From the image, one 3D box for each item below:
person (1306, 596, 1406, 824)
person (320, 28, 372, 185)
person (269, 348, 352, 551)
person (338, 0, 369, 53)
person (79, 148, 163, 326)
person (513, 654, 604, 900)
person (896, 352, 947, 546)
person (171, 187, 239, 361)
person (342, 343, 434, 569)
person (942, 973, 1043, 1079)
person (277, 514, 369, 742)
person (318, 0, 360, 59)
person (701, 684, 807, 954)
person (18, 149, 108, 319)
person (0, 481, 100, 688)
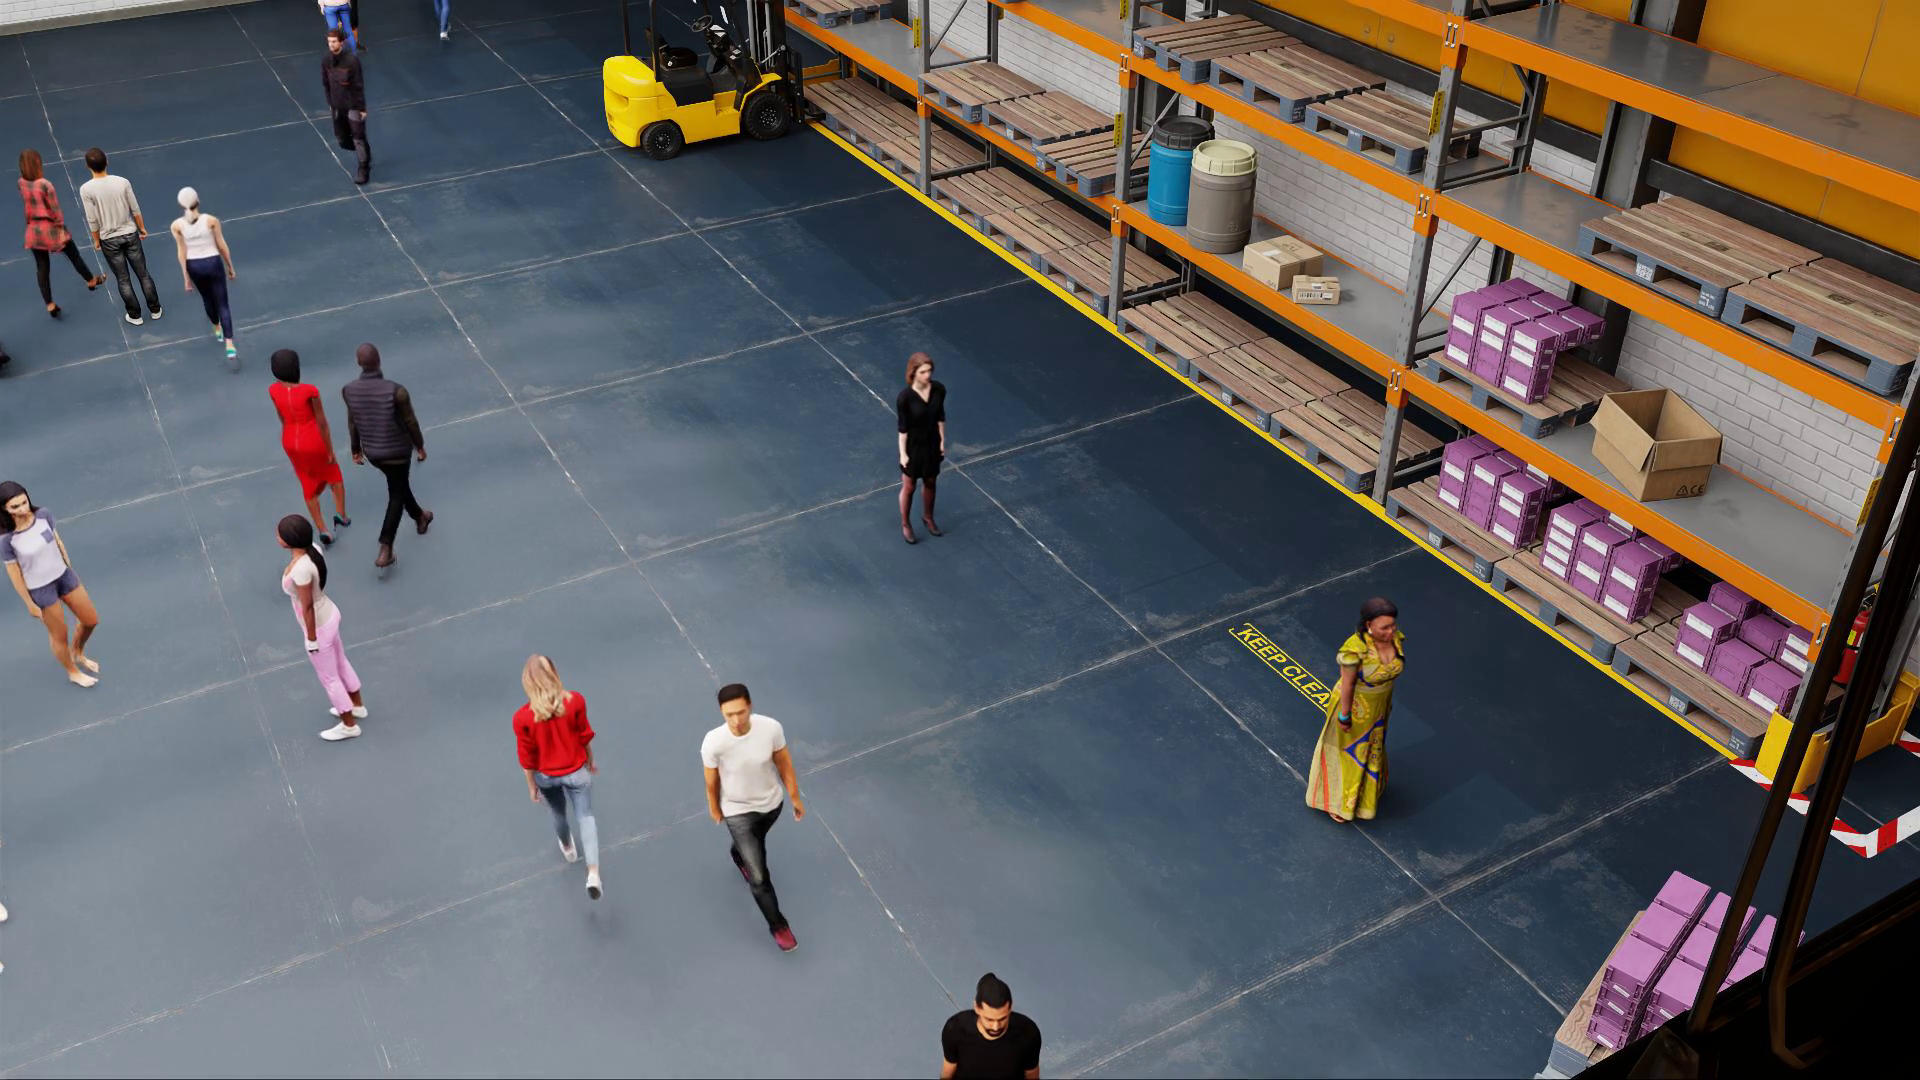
[{"bbox_3d":[2.568,1.049,10.608,0.892,1.661,0.820,-24,40,-31],"label":"person"},{"bbox_3d":[-7.251,-5.192,19.849,0.971,1.825,1.035,7,34,10],"label":"person"},{"bbox_3d":[-5.187,-0.679,13.144,0.732,1.731,0.805,0,34,0],"label":"person"},{"bbox_3d":[-8.972,-7.917,24.104,0.889,1.653,0.805,15,37,21],"label":"person"},{"bbox_3d":[-8.398,-3.033,16.614,0.692,1.811,0.584,-24,41,-32],"label":"person"},{"bbox_3d":[-2.370,1.443,9.993,0.720,1.685,1.055,-13,36,-19],"label":"person"},{"bbox_3d":[-0.316,-0.735,13.255,0.576,1.702,0.486,-18,38,-25],"label":"person"},{"bbox_3d":[-7.204,-2.508,15.960,0.755,1.661,1.226,-12,35,-17],"label":"person"},{"bbox_3d":[-4.498,-0.619,12.999,1.175,1.792,1.273,6,34,9],"label":"person"},{"bbox_3d":[0.140,2.721,8.007,0.700,1.756,0.713,2,34,3],"label":"person"},{"bbox_3d":[-4.310,0.578,11.246,0.704,1.739,0.571,-5,34,-7],"label":"person"},{"bbox_3d":[-8.763,-7.495,23.364,0.699,1.769,0.626,-28,42,-35],"label":"person"},{"bbox_3d":[-1.261,1.507,9.843,0.681,1.746,1.176,-20,38,-27],"label":"person"},{"bbox_3d":[-9.248,-3.047,16.780,1.064,1.650,1.150,5,34,7],"label":"person"},{"bbox_3d":[-6.462,0.306,11.671,0.754,1.722,0.716,14,36,20],"label":"person"}]
